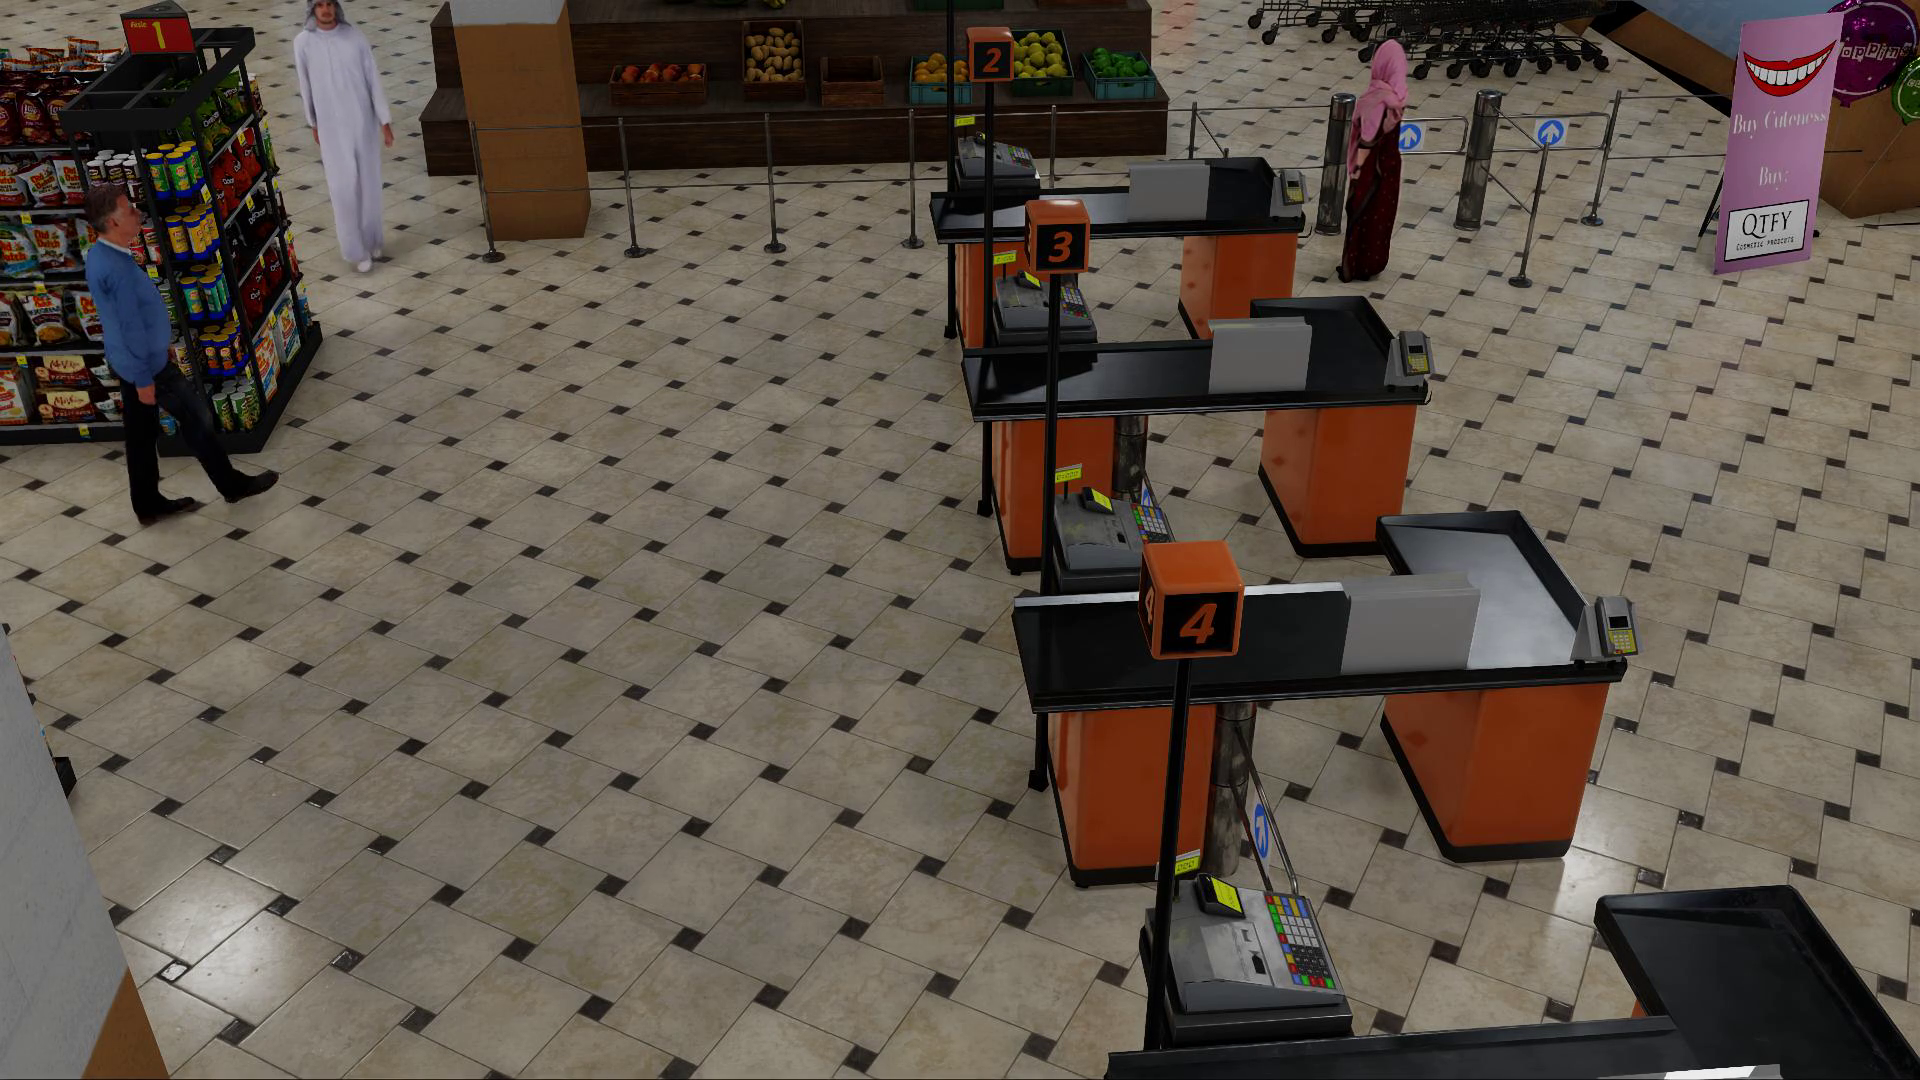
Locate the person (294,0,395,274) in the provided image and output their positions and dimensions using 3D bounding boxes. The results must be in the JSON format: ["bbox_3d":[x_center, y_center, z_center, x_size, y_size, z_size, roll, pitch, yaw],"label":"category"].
[{"bbox_3d":[-4.226,-2.872,11.473,0.920,1.906,0.916,-16,35,-23],"label":"person"}]

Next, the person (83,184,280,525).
[{"bbox_3d":[-4.214,-0.884,8.383,1.092,1.795,0.969,-21,38,-30],"label":"person"}]

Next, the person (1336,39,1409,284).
[{"bbox_3d":[2.807,-2.558,11.220,0.819,1.639,0.750,26,40,35],"label":"person"}]
